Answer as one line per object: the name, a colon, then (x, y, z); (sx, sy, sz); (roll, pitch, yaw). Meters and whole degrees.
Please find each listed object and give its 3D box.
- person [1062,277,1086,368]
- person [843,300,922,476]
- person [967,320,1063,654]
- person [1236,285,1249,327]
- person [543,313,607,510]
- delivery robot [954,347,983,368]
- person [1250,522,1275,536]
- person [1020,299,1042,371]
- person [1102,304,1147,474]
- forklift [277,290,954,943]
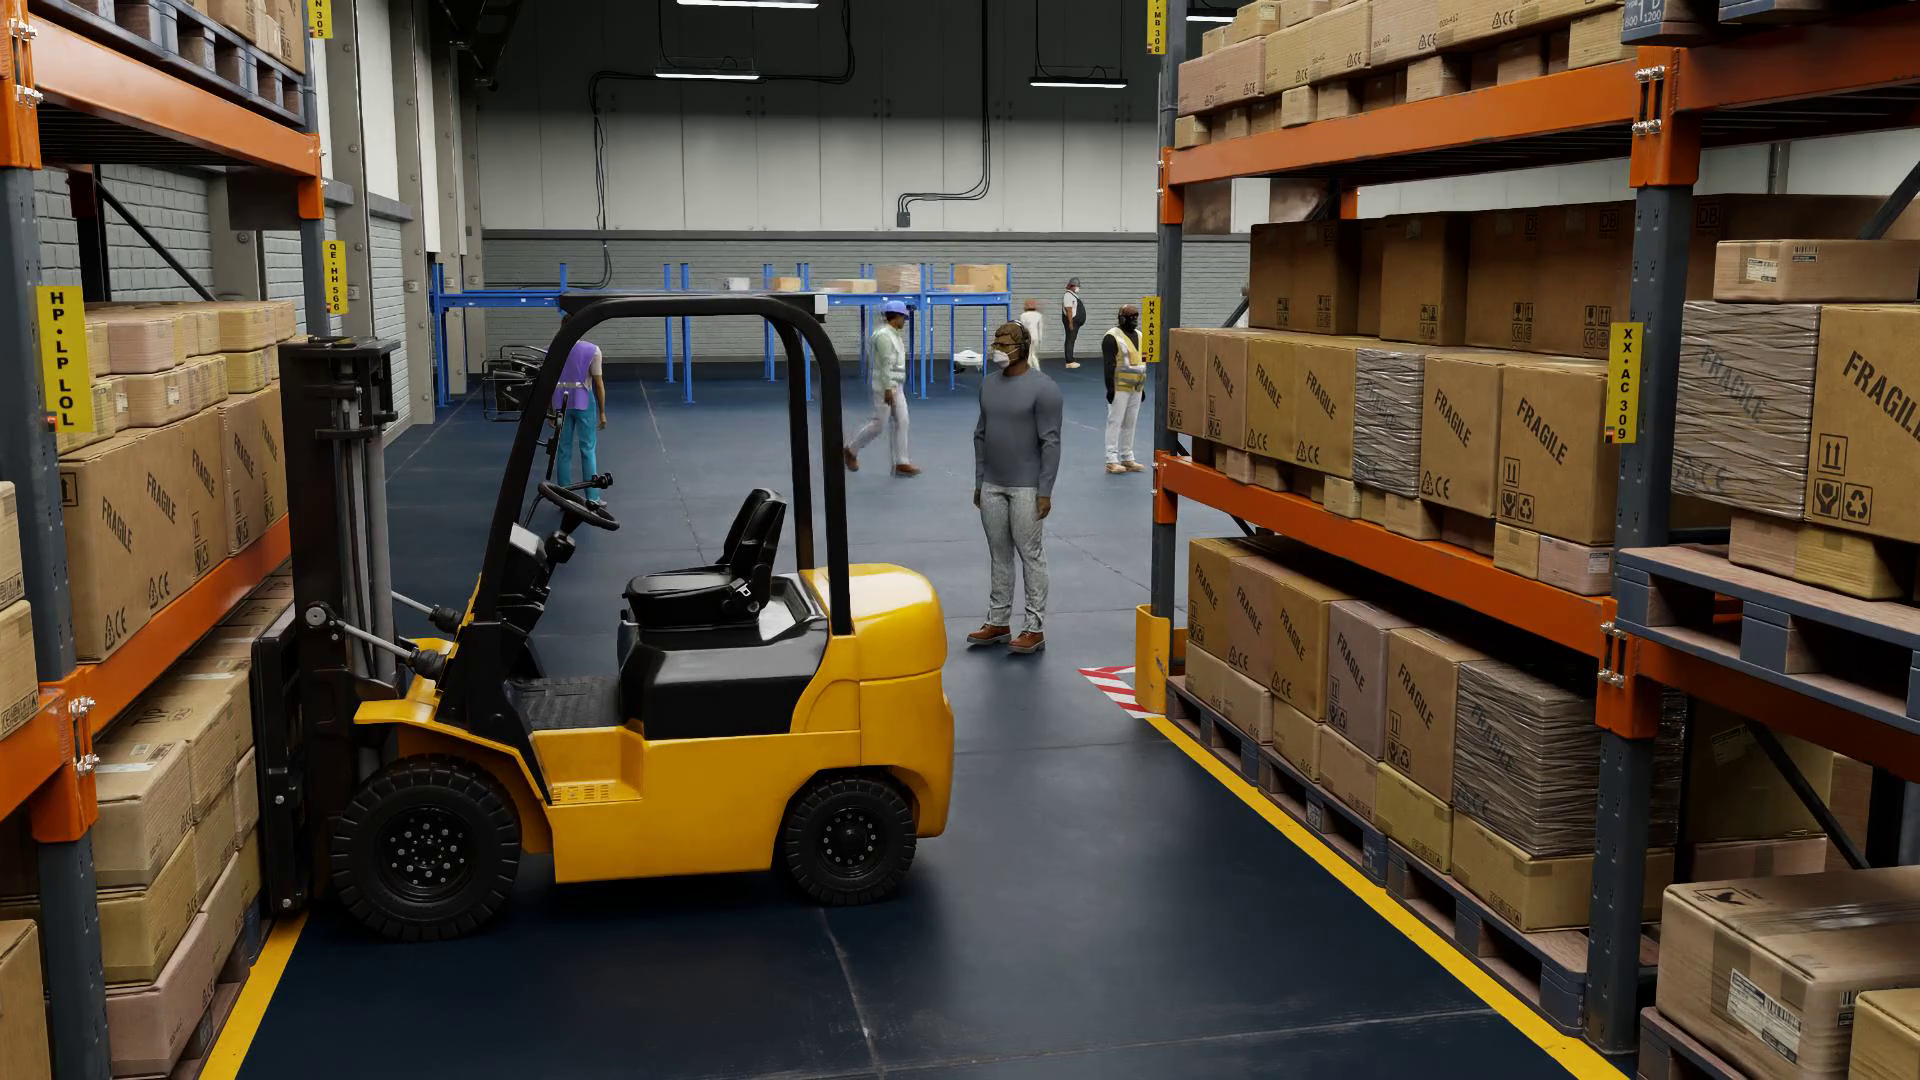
person: (2.575, -4.890, 37.483); (0.535, 2.000, 0.674); (2, 9, 10)
person: (-0.854, -1.648, 18.046); (0.839, 1.896, 0.633); (3, 10, 18)
person: (0.316, -0.314, 9.771); (0.627, 1.940, 0.372); (9, 13, 44)
person: (5.460, -3.863, 31.467); (0.561, 1.926, 0.632); (8, 12, 40)
person: (-3.574, -1.195, 15.432); (0.575, 1.840, 0.375); (1, 9, 8)
delivery robot: (0.167, -3.879, 35.551); (0.707, 0.478, 0.477); (2, 10, 14)
person: (1.944, -0.402, 9.999); (0.614, 2.039, 0.392); (4, 10, 24)
person: (1.393, -4.012, 33.252); (0.521, 1.618, 0.353); (-6, 11, -33)
person: (1.835, -1.668, 18.321); (0.627, 1.843, 0.429); (-9, 13, -44)
forklift: (-1.179, 0.175, 6.143); (2.313, 2.155, 1.214); (-2, 10, -12)
